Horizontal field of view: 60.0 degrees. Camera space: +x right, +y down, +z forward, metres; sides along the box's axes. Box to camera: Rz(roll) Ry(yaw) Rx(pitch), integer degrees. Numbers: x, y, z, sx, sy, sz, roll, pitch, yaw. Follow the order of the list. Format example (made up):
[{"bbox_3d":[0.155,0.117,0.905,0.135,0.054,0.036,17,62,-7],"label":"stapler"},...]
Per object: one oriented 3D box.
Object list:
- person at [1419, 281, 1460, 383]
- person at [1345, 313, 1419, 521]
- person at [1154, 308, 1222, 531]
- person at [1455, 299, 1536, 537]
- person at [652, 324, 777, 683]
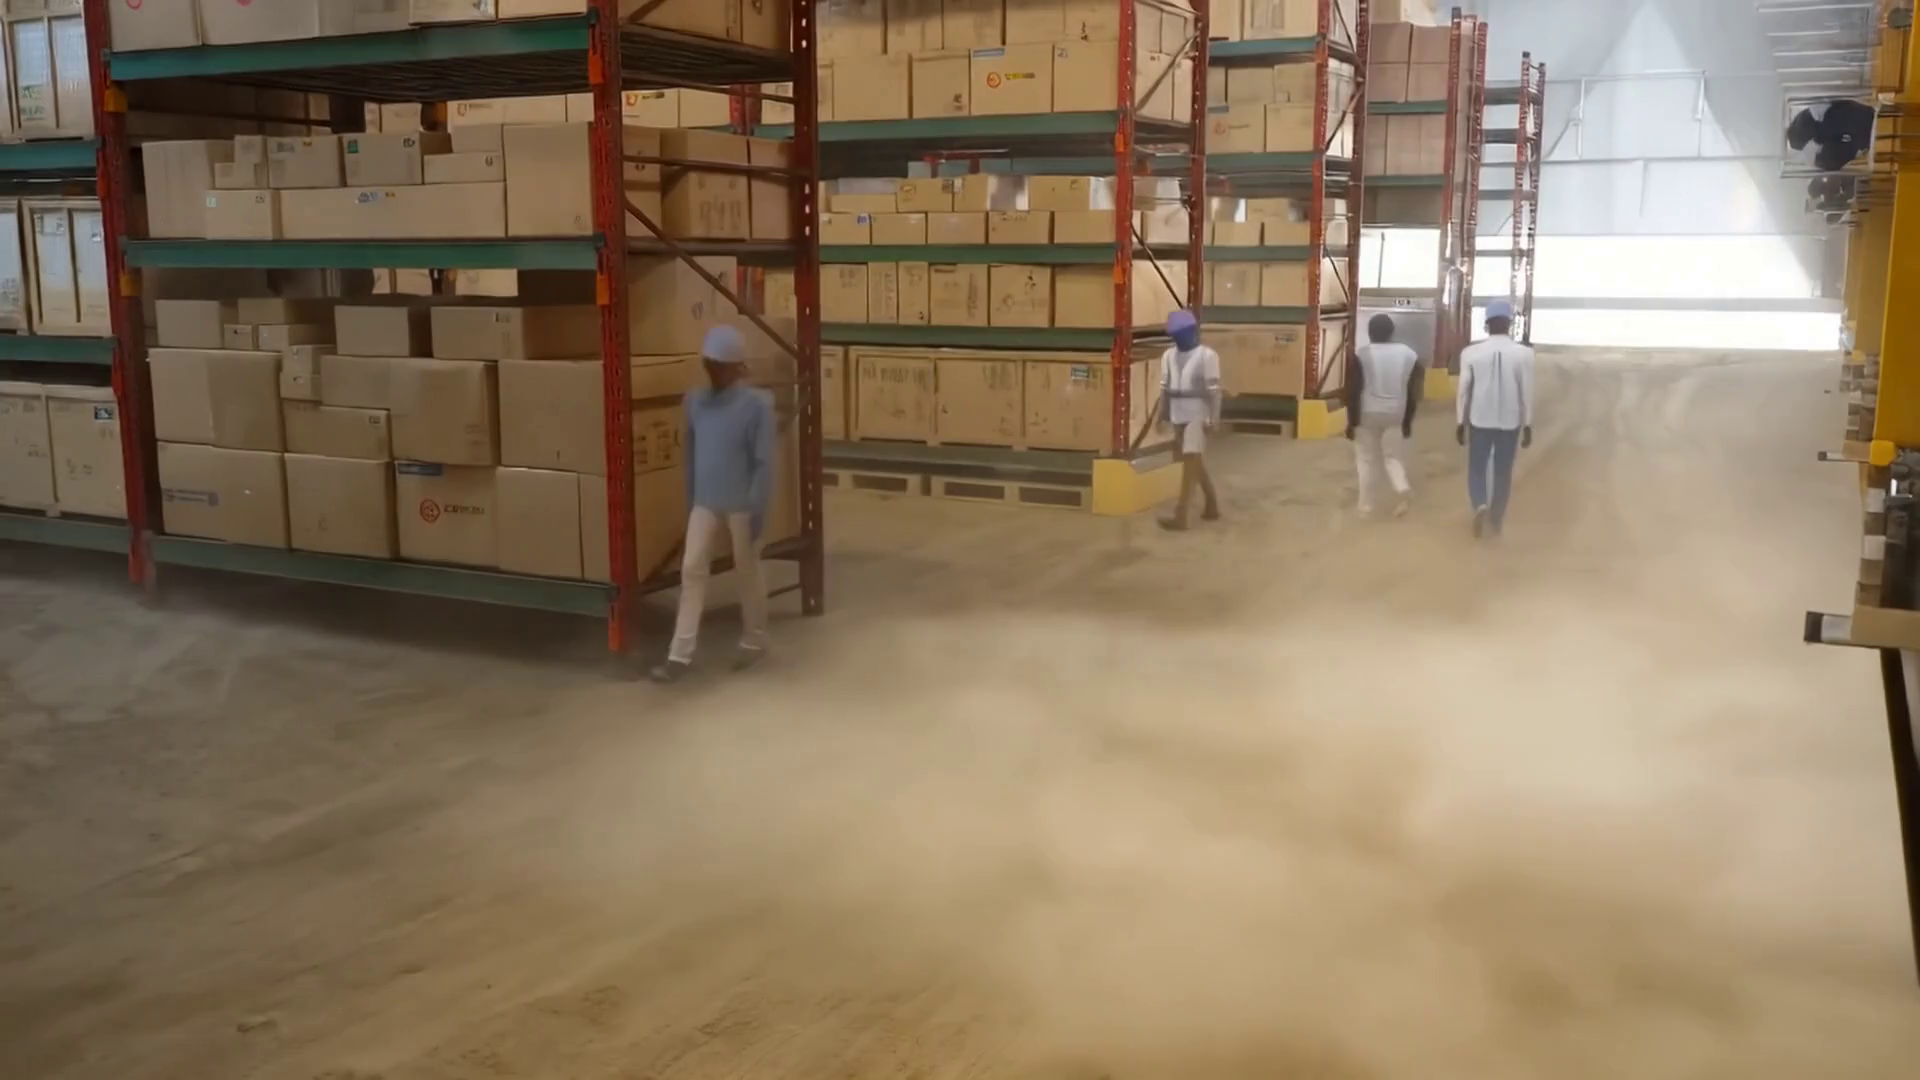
[{"bbox_3d":[8.559,-3.668,29.371,0.628,1.896,1.016,-7,12,-34],"label":"person"},{"bbox_3d":[3.639,-1.044,14.343,0.634,1.823,0.631,-2,10,-13],"label":"person"},{"bbox_3d":[1.982,-1.043,14.266,0.984,1.875,0.542,-9,13,-42],"label":"person"},{"bbox_3d":[4.341,-0.964,13.486,0.619,1.966,0.736,2,10,14],"label":"person"},{"bbox_3d":[-1.309,-0.176,8.954,0.633,1.944,0.986,4,11,22],"label":"person"}]
